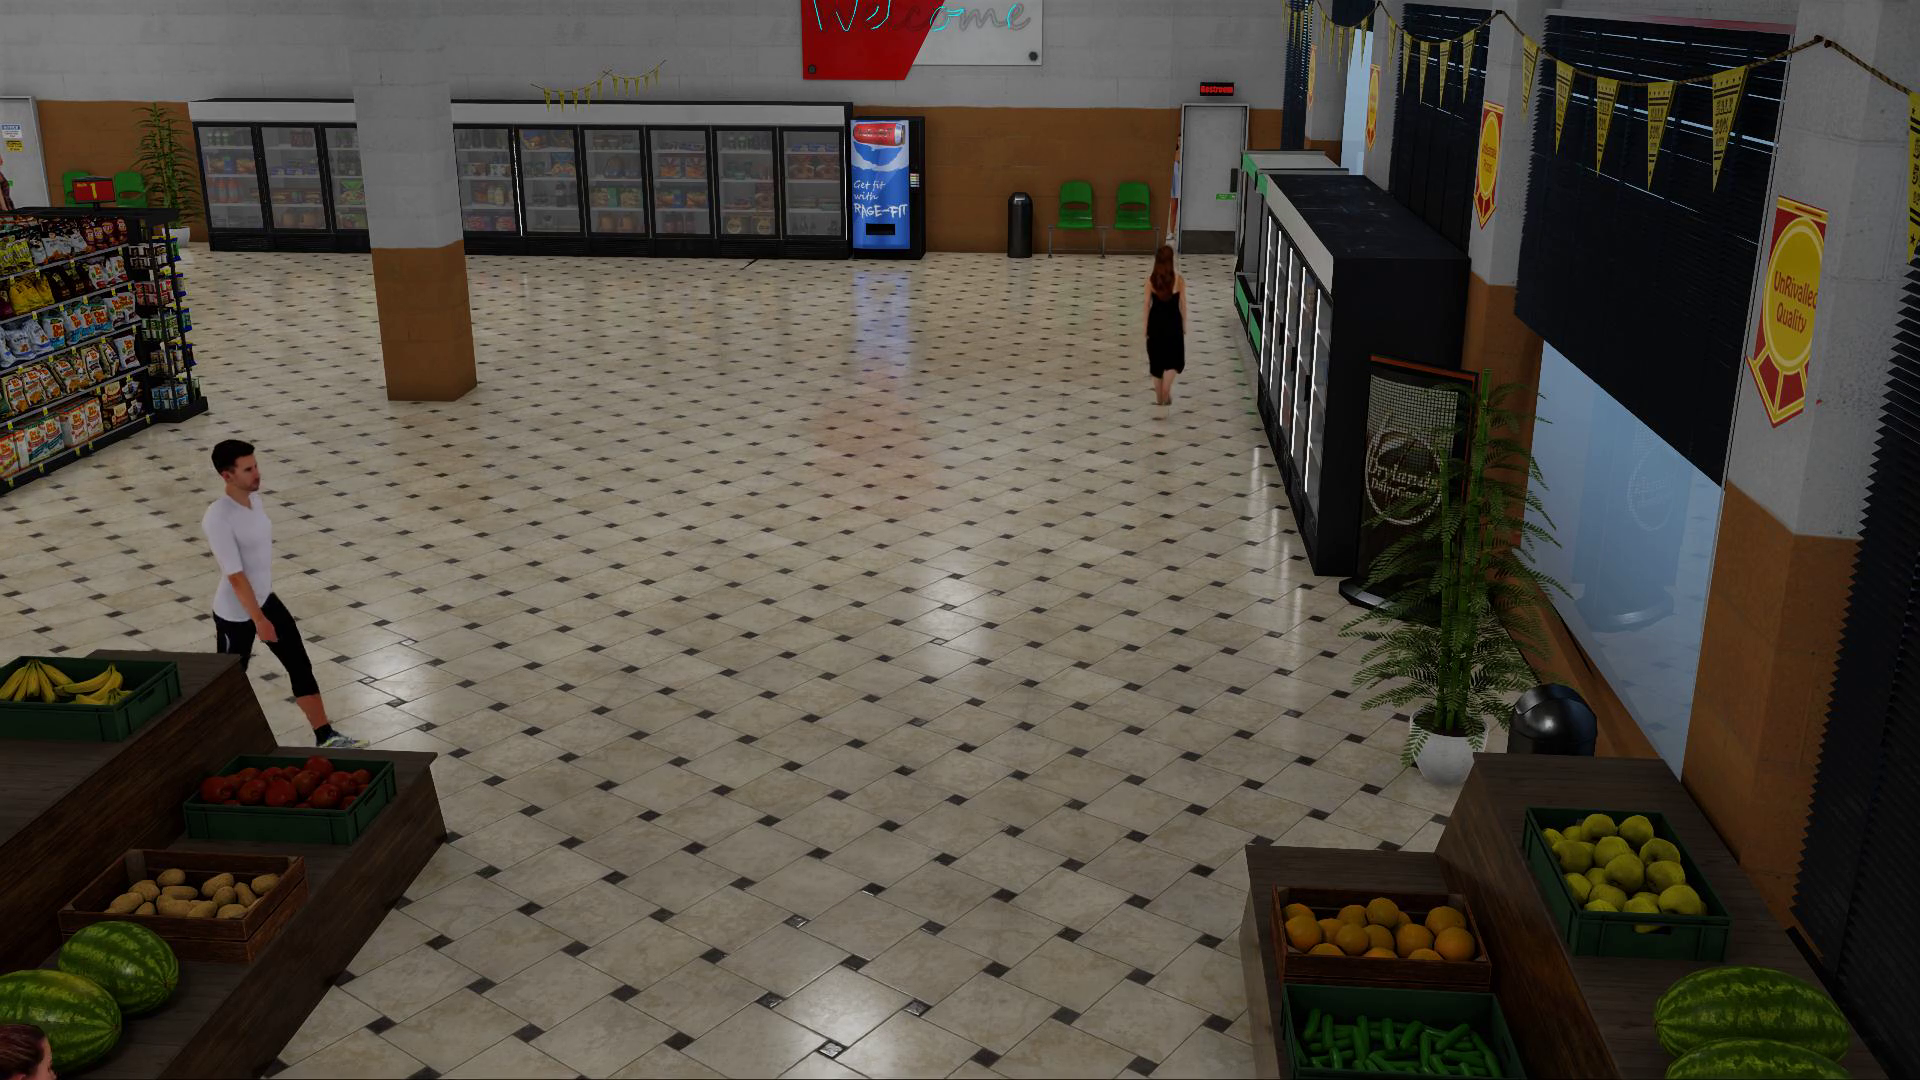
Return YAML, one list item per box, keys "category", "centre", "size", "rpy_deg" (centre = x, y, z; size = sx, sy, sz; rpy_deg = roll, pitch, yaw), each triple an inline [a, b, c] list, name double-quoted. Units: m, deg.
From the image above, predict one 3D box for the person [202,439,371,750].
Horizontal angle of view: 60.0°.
- category: "person"
  centre: [-3.878, 0.379, 8.838]
  size: [0.765, 1.808, 1.192]
  rpy_deg: [2, 19, 6]

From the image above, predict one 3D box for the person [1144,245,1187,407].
- category: "person"
  centre: [2.019, -2.085, 16.449]
  size: [0.631, 1.615, 0.840]
  rpy_deg: [4, 19, 11]
